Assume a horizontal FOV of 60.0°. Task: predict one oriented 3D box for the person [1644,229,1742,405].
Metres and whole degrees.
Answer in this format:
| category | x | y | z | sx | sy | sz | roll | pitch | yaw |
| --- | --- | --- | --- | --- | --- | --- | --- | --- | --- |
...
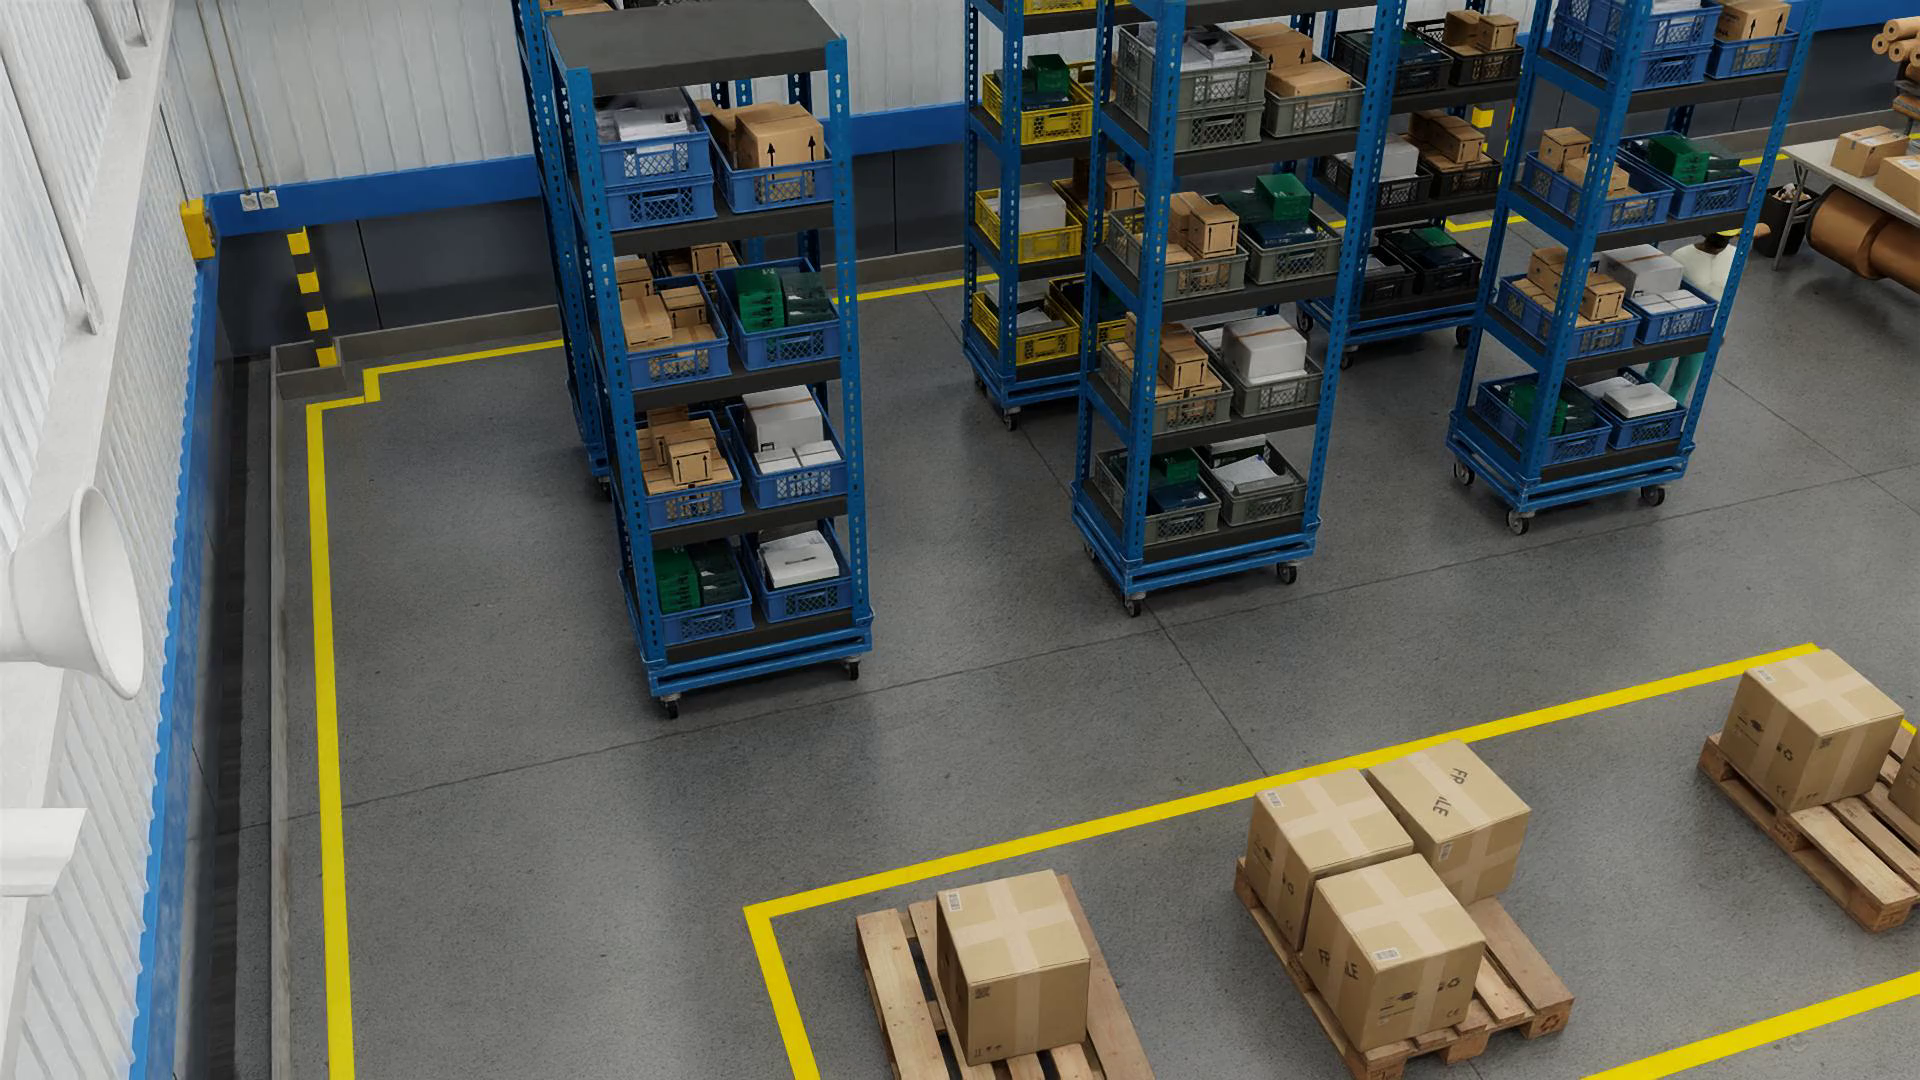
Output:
| category | x | y | z | sx | sy | sz | roll | pitch | yaw |
| --- | --- | --- | --- | --- | --- | --- | --- | --- | --- |
| person | 4.676 | -1.334 | 10.678 | 0.521 | 1.732 | 0.309 | -5 | 36 | -8 |
